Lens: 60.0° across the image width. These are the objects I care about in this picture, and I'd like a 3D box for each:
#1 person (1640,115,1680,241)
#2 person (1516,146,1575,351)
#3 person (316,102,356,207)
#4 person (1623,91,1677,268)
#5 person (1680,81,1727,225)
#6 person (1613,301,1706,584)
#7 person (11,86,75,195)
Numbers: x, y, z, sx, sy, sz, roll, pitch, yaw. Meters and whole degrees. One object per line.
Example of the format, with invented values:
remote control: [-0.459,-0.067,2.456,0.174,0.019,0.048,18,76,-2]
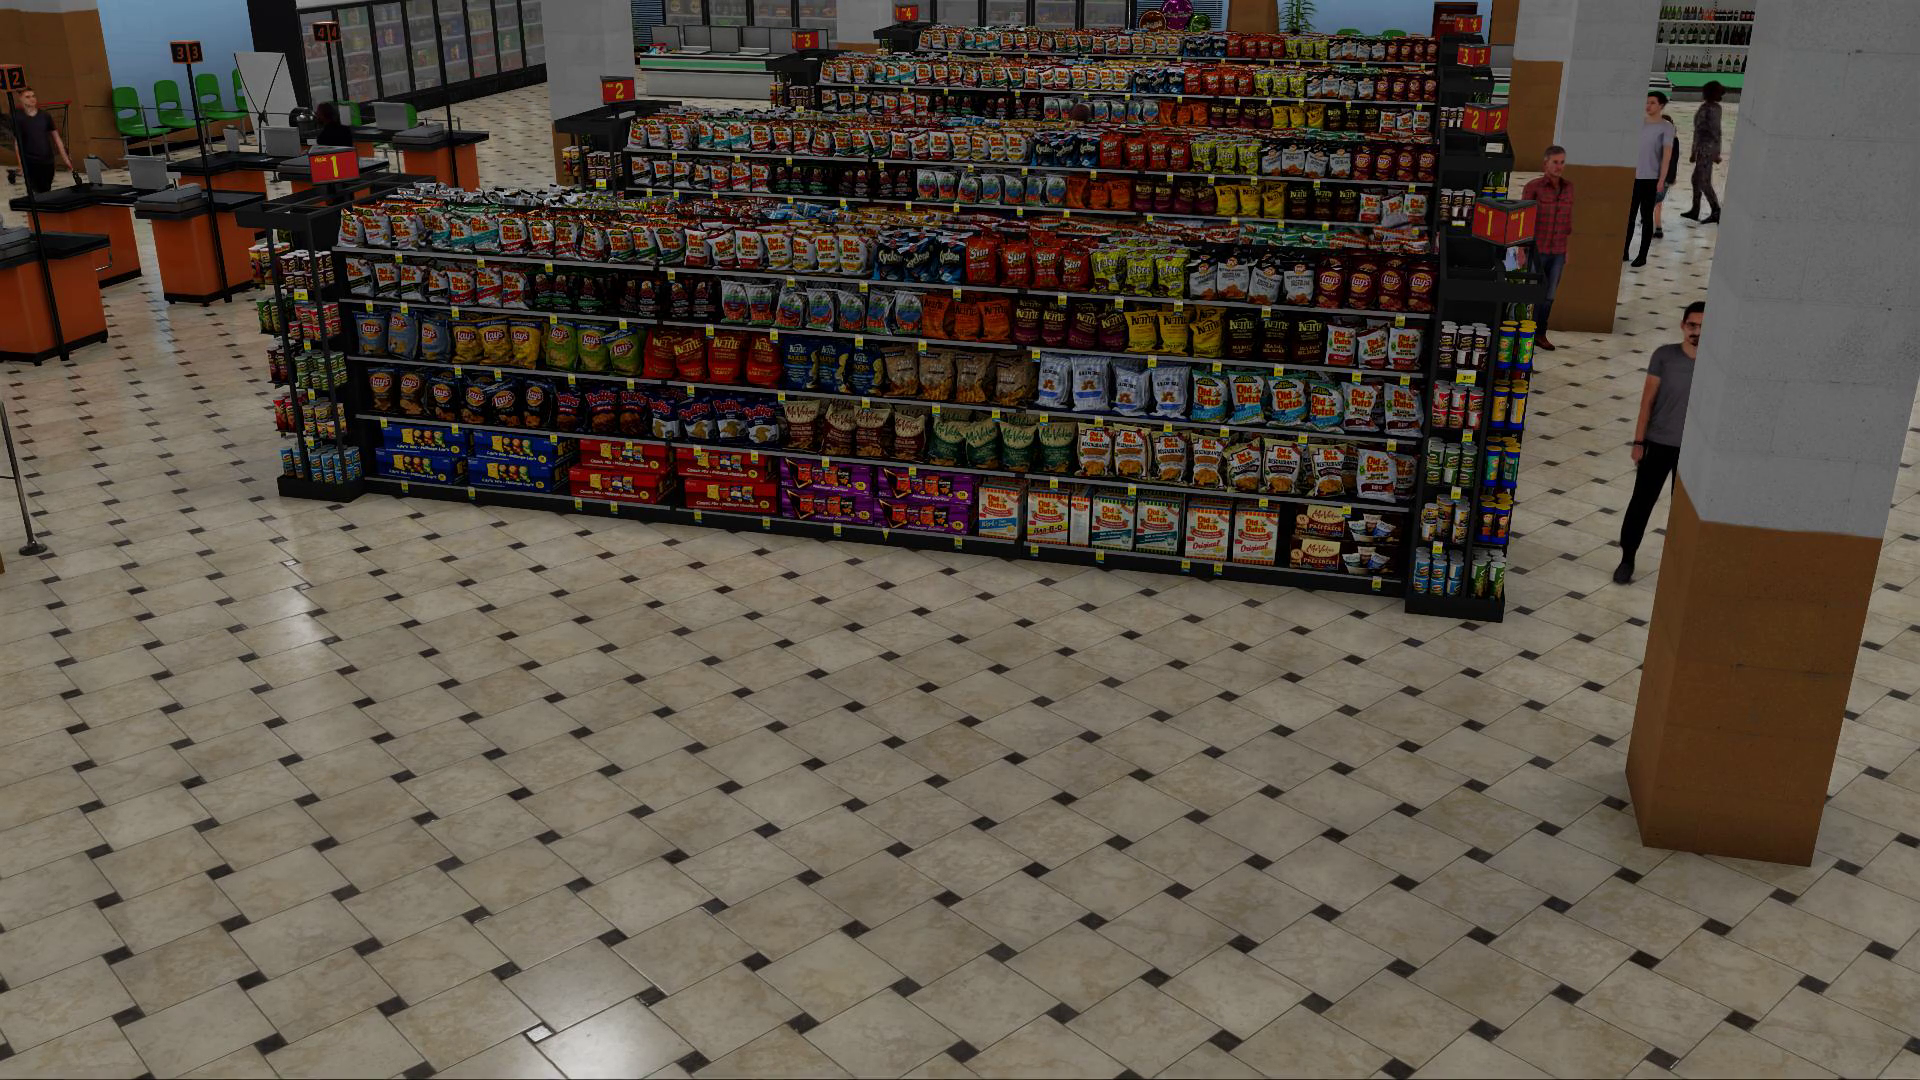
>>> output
person: [8.214,-4.219,19.465,0.909,1.419,0.799,-1,22,-2]
person: [5.233,-2.617,14.926,0.676,1.830,0.828,-5,22,-13]
person: [-6.611,-3.744,17.750,0.627,1.817,0.721,3,22,7]
person: [7.510,-3.962,18.231,0.798,1.863,0.726,-13,25,-30]
person: [9.182,-4.707,20.325,0.875,1.683,0.962,-16,27,-35]
person: [4.283,-0.575,9.946,0.462,1.754,0.680,7,23,16]
person: [-10.870,-4.428,19.576,1.161,1.723,0.855,12,25,27]
